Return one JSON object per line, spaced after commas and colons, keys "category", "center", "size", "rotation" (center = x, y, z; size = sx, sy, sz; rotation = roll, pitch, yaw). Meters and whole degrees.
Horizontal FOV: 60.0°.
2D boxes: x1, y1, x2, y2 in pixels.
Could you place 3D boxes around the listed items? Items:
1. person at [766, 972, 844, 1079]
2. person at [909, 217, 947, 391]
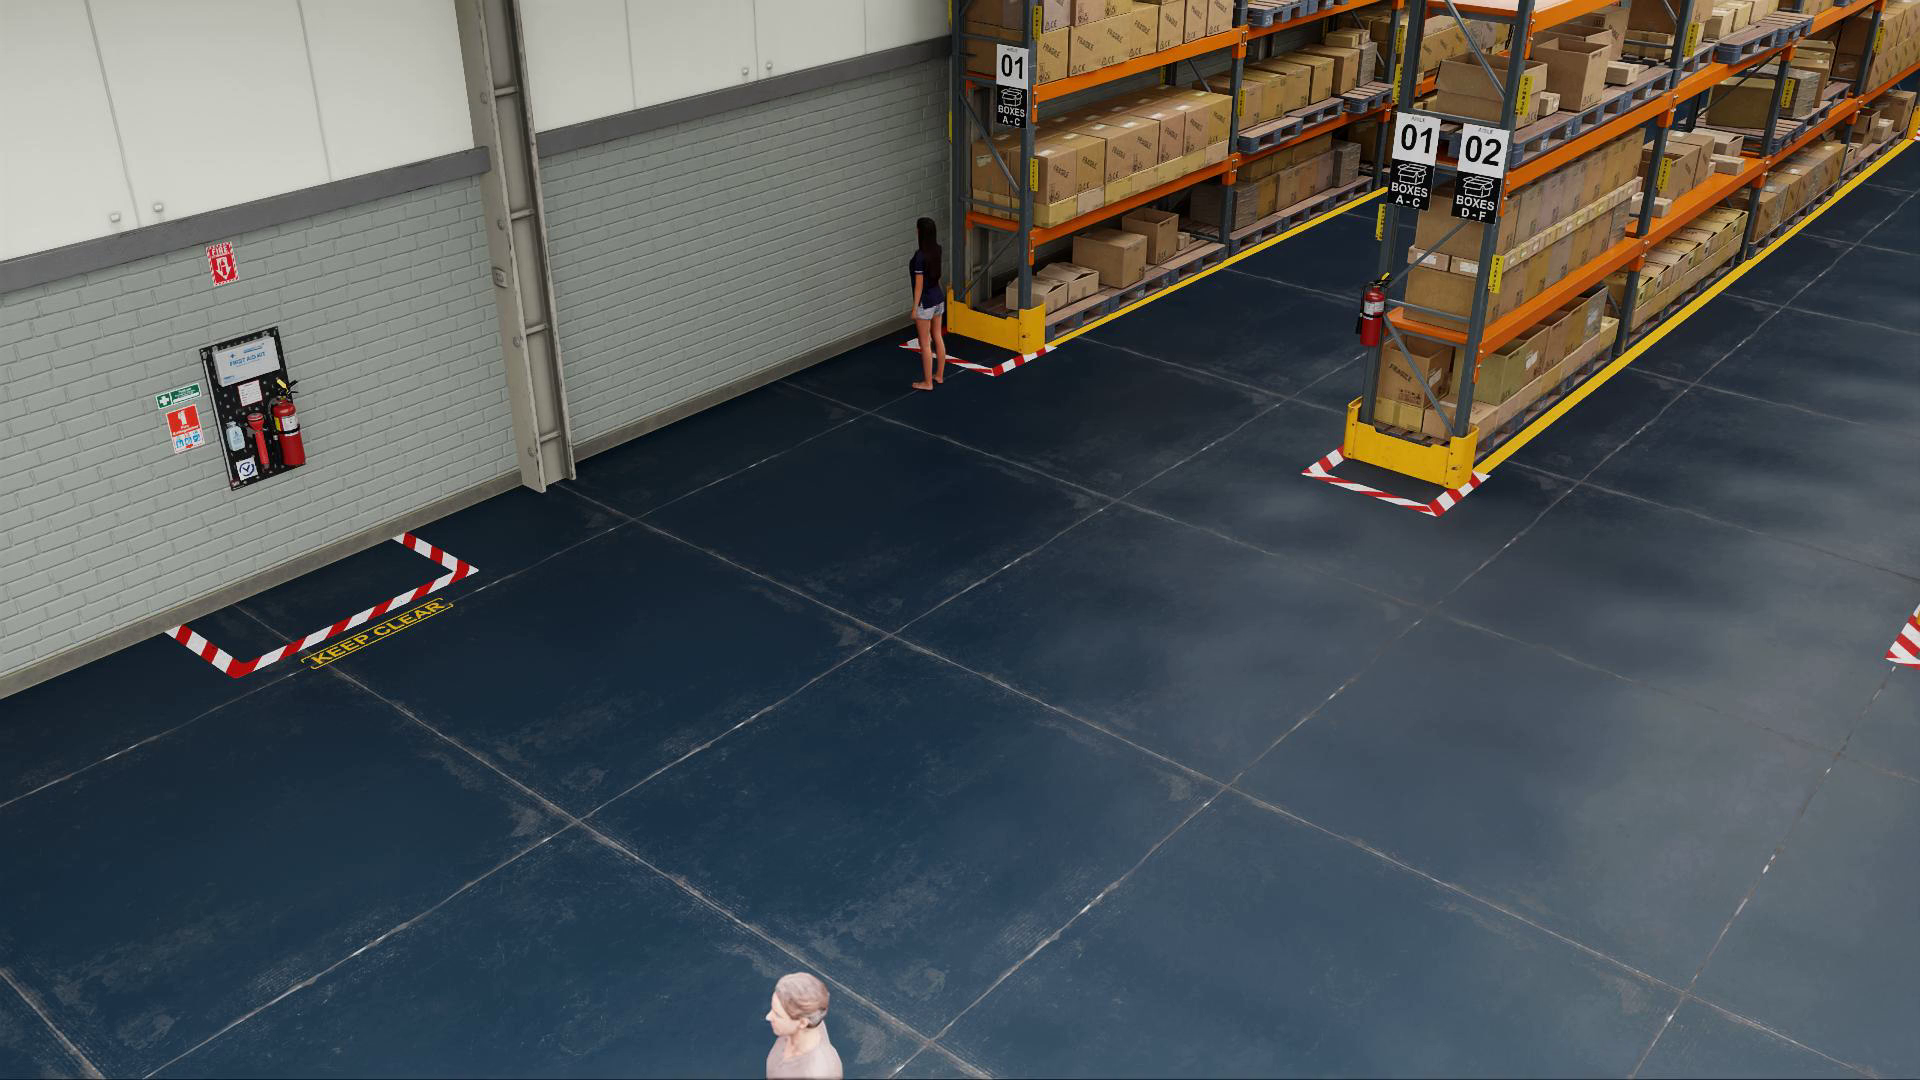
{"category": "person", "center": [-0.645, 2.602, 7.190], "size": [0.770, 1.876, 0.775], "rotation": [-11, 30, -20]}
{"category": "person", "center": [-0.314, -2.361, 16.626], "size": [0.635, 1.766, 0.473], "rotation": [20, 34, 32]}
